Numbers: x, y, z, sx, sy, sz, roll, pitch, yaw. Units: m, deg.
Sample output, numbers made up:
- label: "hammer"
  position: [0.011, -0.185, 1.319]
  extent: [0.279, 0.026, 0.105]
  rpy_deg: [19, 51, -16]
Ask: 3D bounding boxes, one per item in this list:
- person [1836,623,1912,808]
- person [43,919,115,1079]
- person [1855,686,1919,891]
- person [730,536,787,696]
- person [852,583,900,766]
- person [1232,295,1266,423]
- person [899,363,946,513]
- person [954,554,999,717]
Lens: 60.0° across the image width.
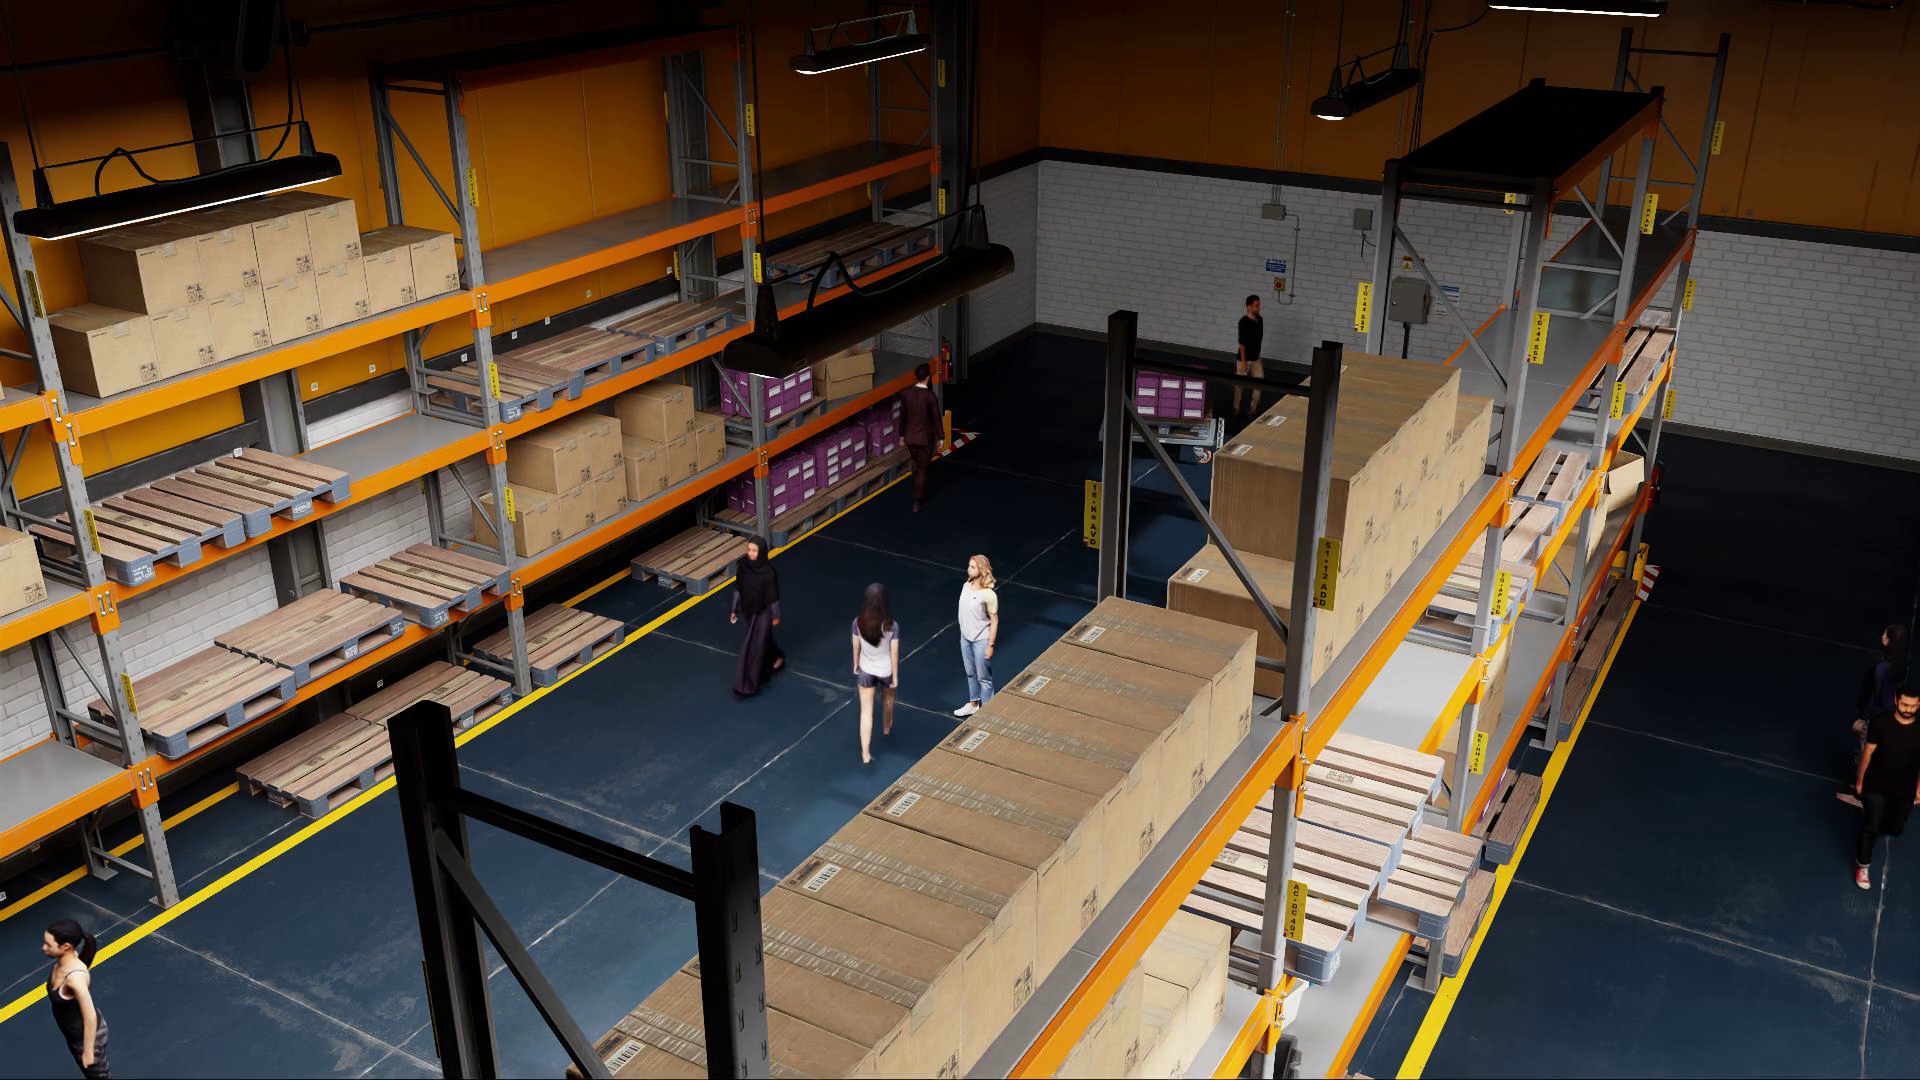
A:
- label: "person"
  position: [7.910, 1.495, 14.314]
  extent: [0.609, 1.734, 0.741]
  rpy_deg: [-15, 28, -30]
- label: "person"
  position: [-5.539, 3.136, 10.564]
  extent: [0.644, 1.729, 0.639]
  rpy_deg: [-19, 30, -36]
- label: "person"
  position: [7.442, 1.920, 13.332]
  extent: [0.784, 1.740, 0.988]
  rpy_deg: [6, 24, 14]
- label: "person"
  position: [-1.945, 0.673, 16.351]
  extent: [0.646, 1.608, 1.127]
  rpy_deg: [15, 28, 31]
- label: "person"
  position: [-0.771, 1.234, 15.000]
  extent: [0.909, 1.662, 1.234]
  rpy_deg: [3, 24, 6]
- label: "person"
  position: [4.003, -2.571, 23.476]
  extent: [0.740, 1.846, 0.830]
  rpy_deg: [-21, 31, -39]
- label: "person"
  position: [-0.532, -1.228, 20.402]
  extent: [0.710, 1.846, 0.794]
  rpy_deg: [12, 26, 25]
- label: "person"
  position: [0.173, 0.923, 15.636]
  extent: [0.667, 1.723, 0.698]
  rpy_deg: [-18, 29, -35]
